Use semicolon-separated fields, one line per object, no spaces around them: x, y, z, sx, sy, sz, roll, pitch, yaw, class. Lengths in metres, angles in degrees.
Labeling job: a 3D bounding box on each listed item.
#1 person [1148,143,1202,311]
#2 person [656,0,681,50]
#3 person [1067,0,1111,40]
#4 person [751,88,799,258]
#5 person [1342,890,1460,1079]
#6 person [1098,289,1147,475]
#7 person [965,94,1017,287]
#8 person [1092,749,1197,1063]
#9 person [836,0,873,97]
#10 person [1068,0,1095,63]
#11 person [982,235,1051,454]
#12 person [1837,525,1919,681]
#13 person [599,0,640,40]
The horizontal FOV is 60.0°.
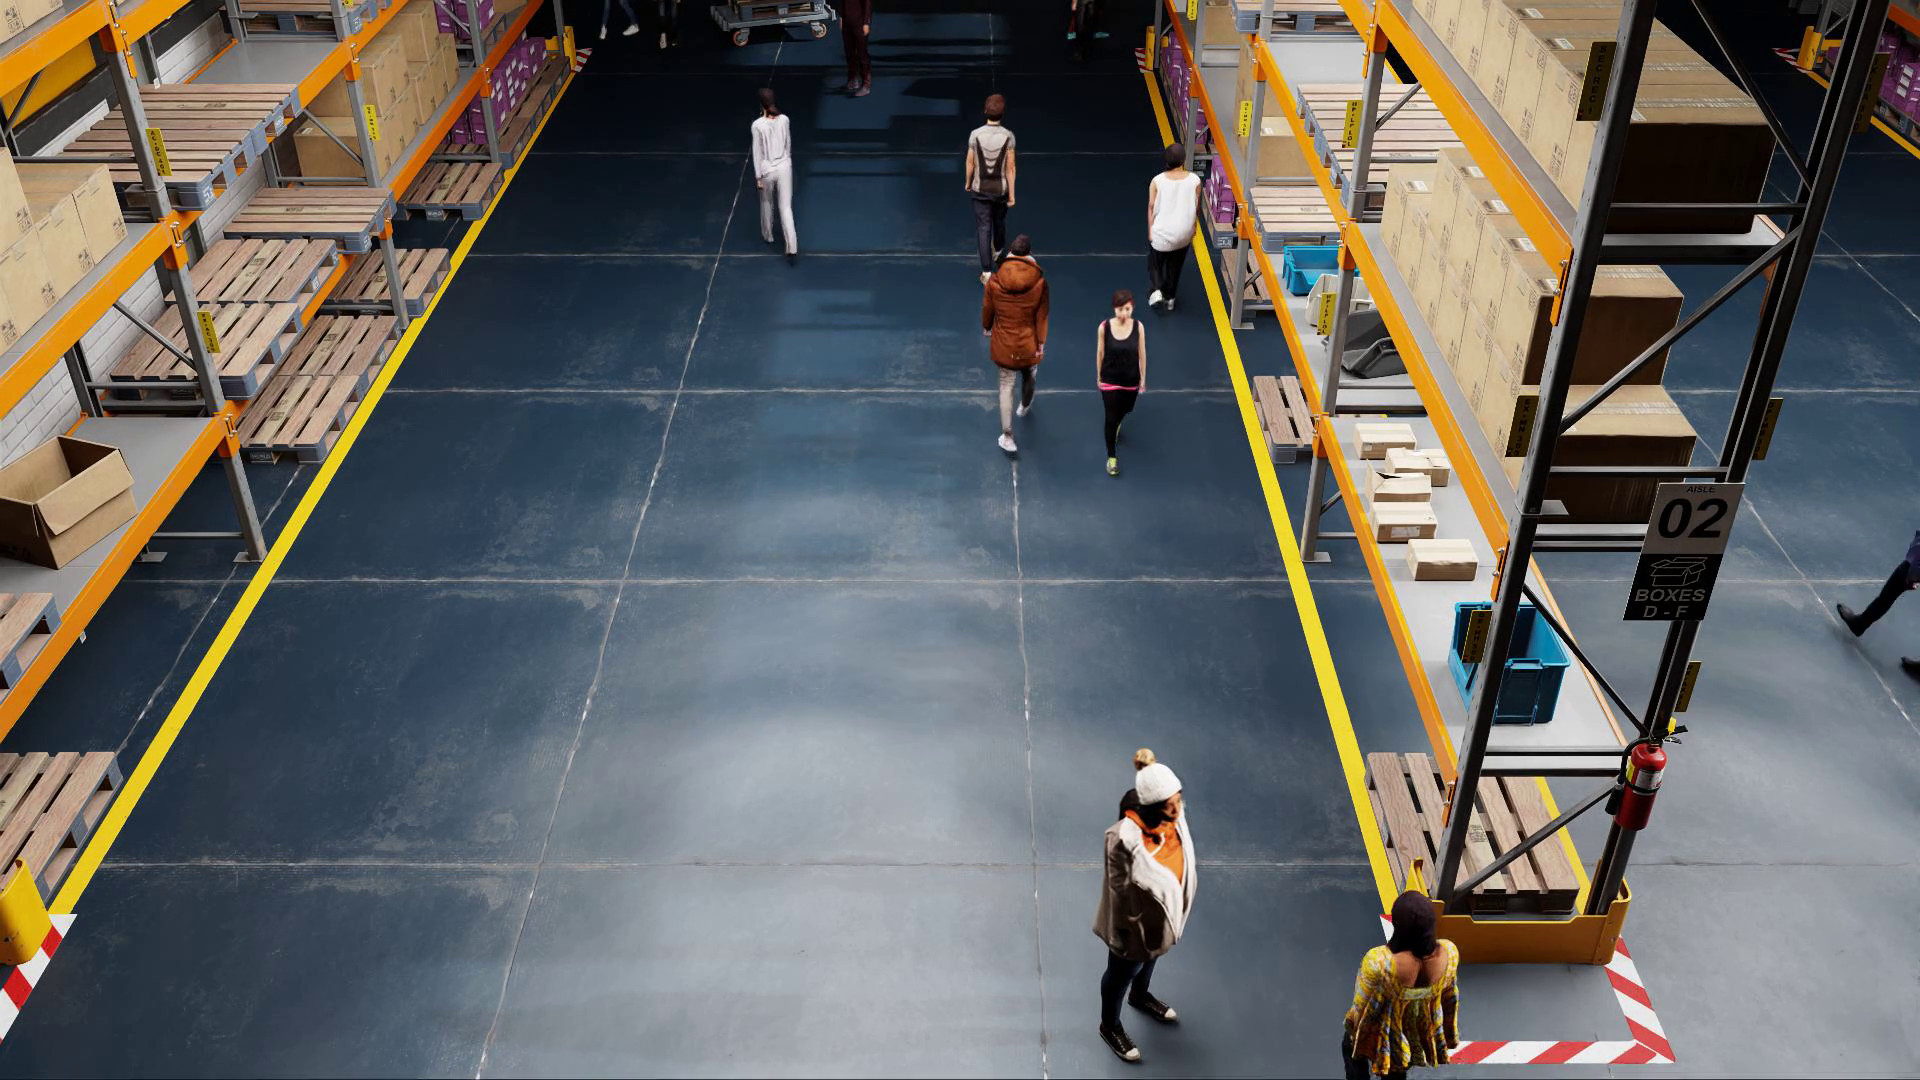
2.038;-2.976;16.011;0.639;1.674;0.650;0;34;0;person
-4.081;-7.534;23.074;0.589;1.446;0.876;-2;34;-3;person
1.753;-7.810;23.268;0.714;1.692;0.785;-7;34;-10;person
-1.868;-3.742;17.109;0.833;1.735;1.153;-11;35;-16;person
2.105;2.394;7.961;0.767;1.642;0.794;-6;34;-9;person
1.326;-1.378;13.747;0.581;1.520;1.008;-2;34;-3;person
0.304;-3.426;16.534;0.693;1.844;1.201;-2;34;-4;person
0.938;1.847;8.560;0.876;1.889;0.806;26;41;33;person
-1.353;-6.701;21.445;0.767;1.863;0.818;27;42;35;person
1.707;-7.386;22.675;0.724;1.642;0.653;23;40;31;person
0.469;-1.572;13.804;0.768;1.778;1.148;1;34;2;person
6.621;0.207;11.193;0.794;1.707;1.091;-6;34;-9;person
-4.775;-7.962;23.574;0.859;1.605;0.938;26;42;33;person
